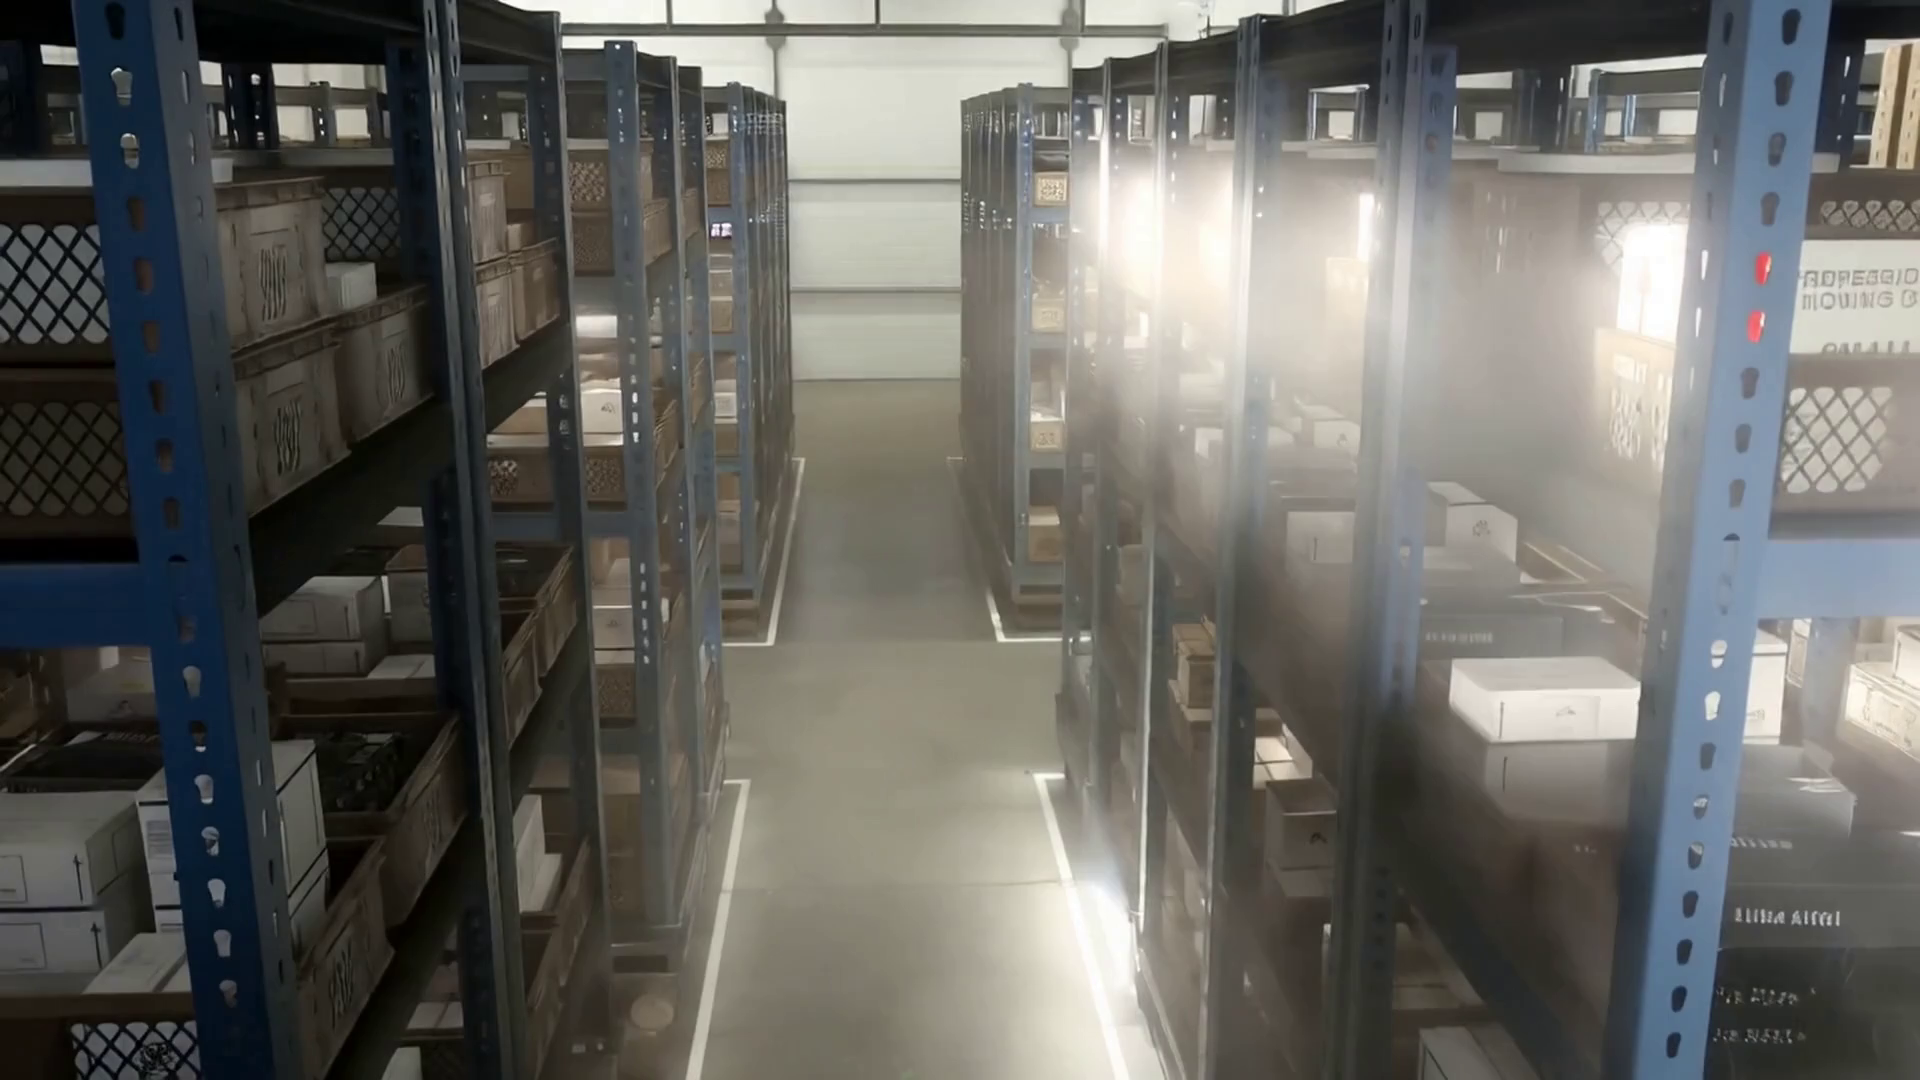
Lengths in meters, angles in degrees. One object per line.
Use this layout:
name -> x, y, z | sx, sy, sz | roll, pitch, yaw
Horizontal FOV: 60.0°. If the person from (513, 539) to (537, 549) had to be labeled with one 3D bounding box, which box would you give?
person -> -2.400, 0.122, 9.572 | 0.776, 1.802, 0.587 | -5, 15, -20
